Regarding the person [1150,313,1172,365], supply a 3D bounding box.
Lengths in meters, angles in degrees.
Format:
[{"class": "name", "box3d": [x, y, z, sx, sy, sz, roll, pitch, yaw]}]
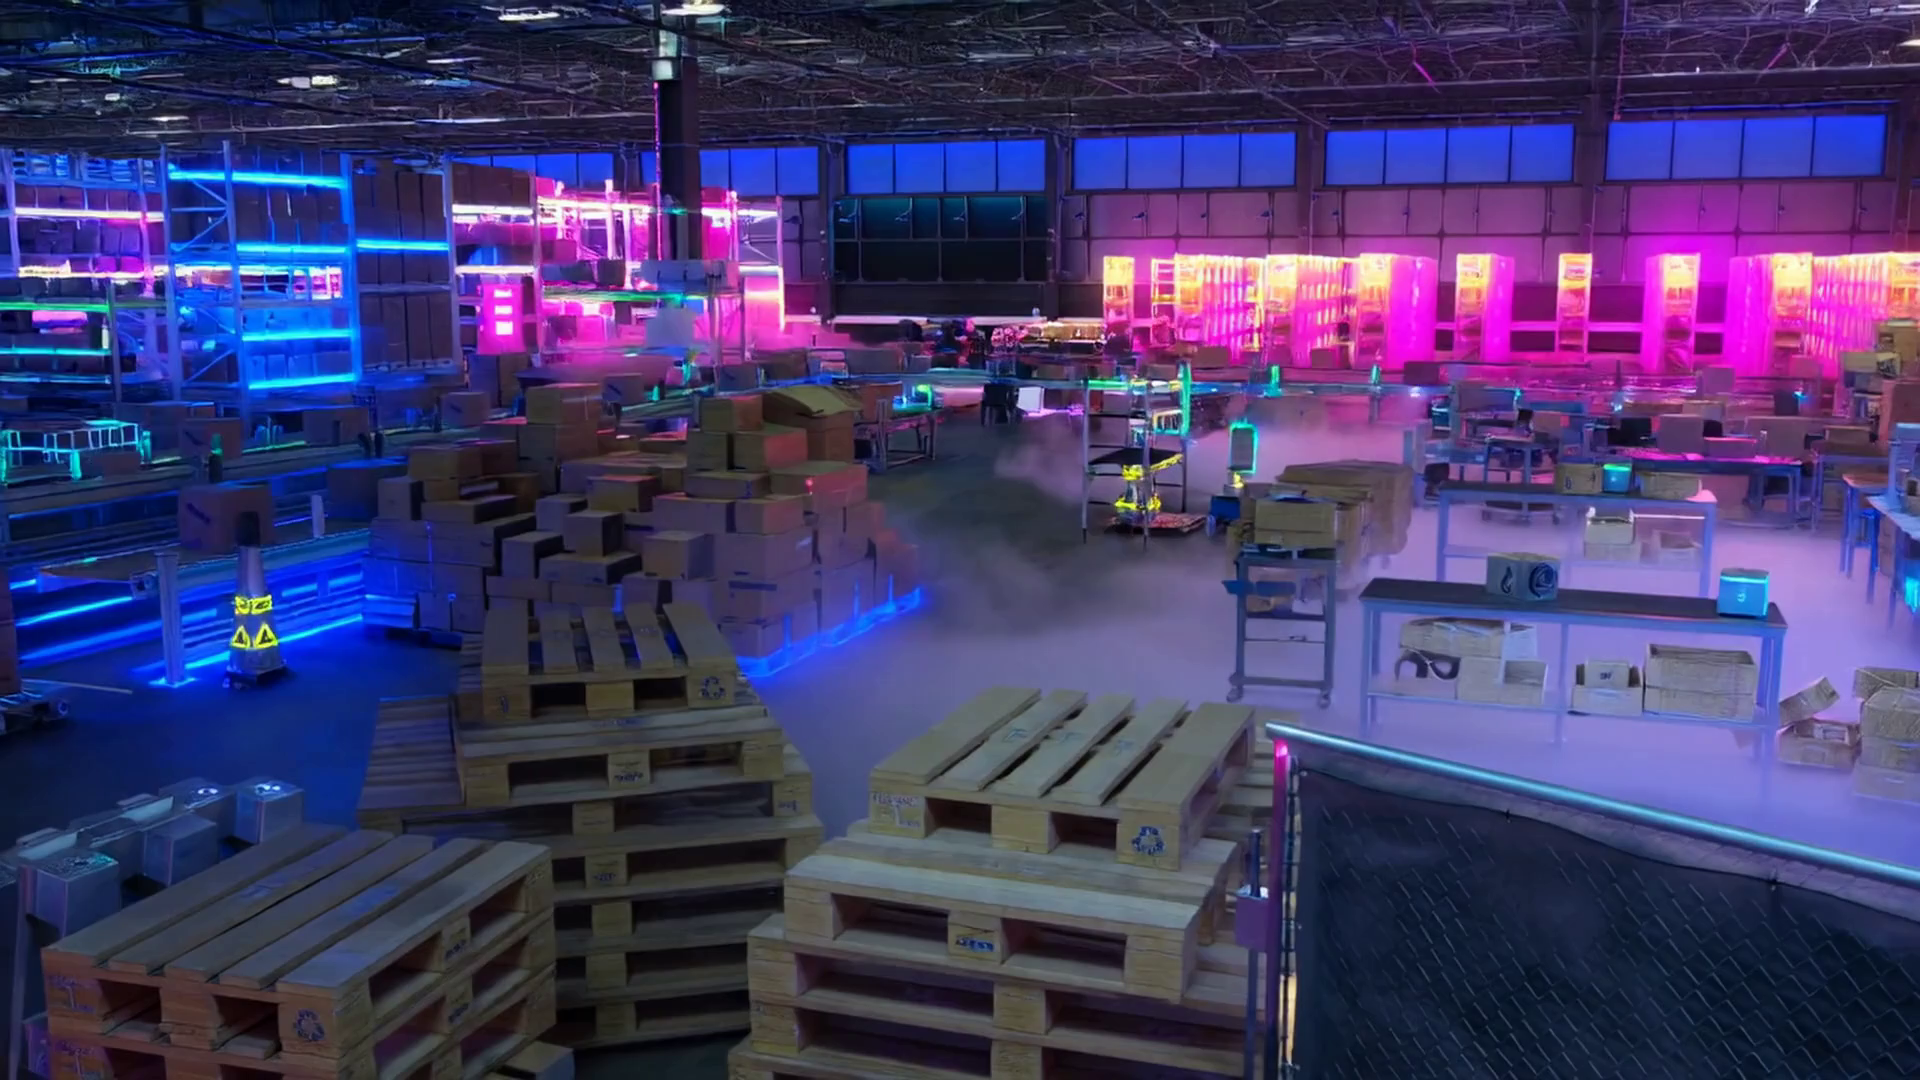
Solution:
[{"class": "person", "box3d": [6.012, -5.756, 49.233, 0.651, 1.914, 0.865, 6, 11, 35]}]

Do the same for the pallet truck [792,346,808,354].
[{"class": "pallet truck", "box3d": [-3.705, -4.298, 42.022, 0.653, 1.274, 1.630, 3, 10, 20]}]

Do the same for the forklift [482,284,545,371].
[{"class": "forklift", "box3d": [-10.832, -4.702, 39.610, 1.129, 2.768, 1.873, 3, 10, 20]}]

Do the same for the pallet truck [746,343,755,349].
[{"class": "pallet truck", "box3d": [-6.183, -4.618, 44.264, 1.601, 1.201, 0.680, -9, 12, -43]}]

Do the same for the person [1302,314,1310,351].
[{"class": "person", "box3d": [12.372, -7.347, 59.454, 0.388, 1.847, 0.563, 2, 9, 11]}]

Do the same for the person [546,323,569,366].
[{"class": "person", "box3d": [-10.656, -4.863, 44.050, 0.633, 1.790, 0.546, -6, 11, -33]}]

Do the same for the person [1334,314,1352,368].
[{"class": "person", "box3d": [11.981, -6.141, 51.916, 0.590, 1.837, 0.404, 7, 12, 39]}]

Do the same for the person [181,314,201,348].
[{"class": "person", "box3d": [-22.698, -5.732, 49.090, 0.638, 1.924, 0.742, 4, 10, 24]}]

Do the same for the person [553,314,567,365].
[{"class": "person", "box3d": [-11.665, -5.611, 48.374, 0.542, 1.909, 0.926, 2, 9, 15]}]

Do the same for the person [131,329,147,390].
[{"class": "person", "box3d": [-21.302, -4.642, 43.139, 0.284, 1.633, 0.498, -1, 9, -5]}]
